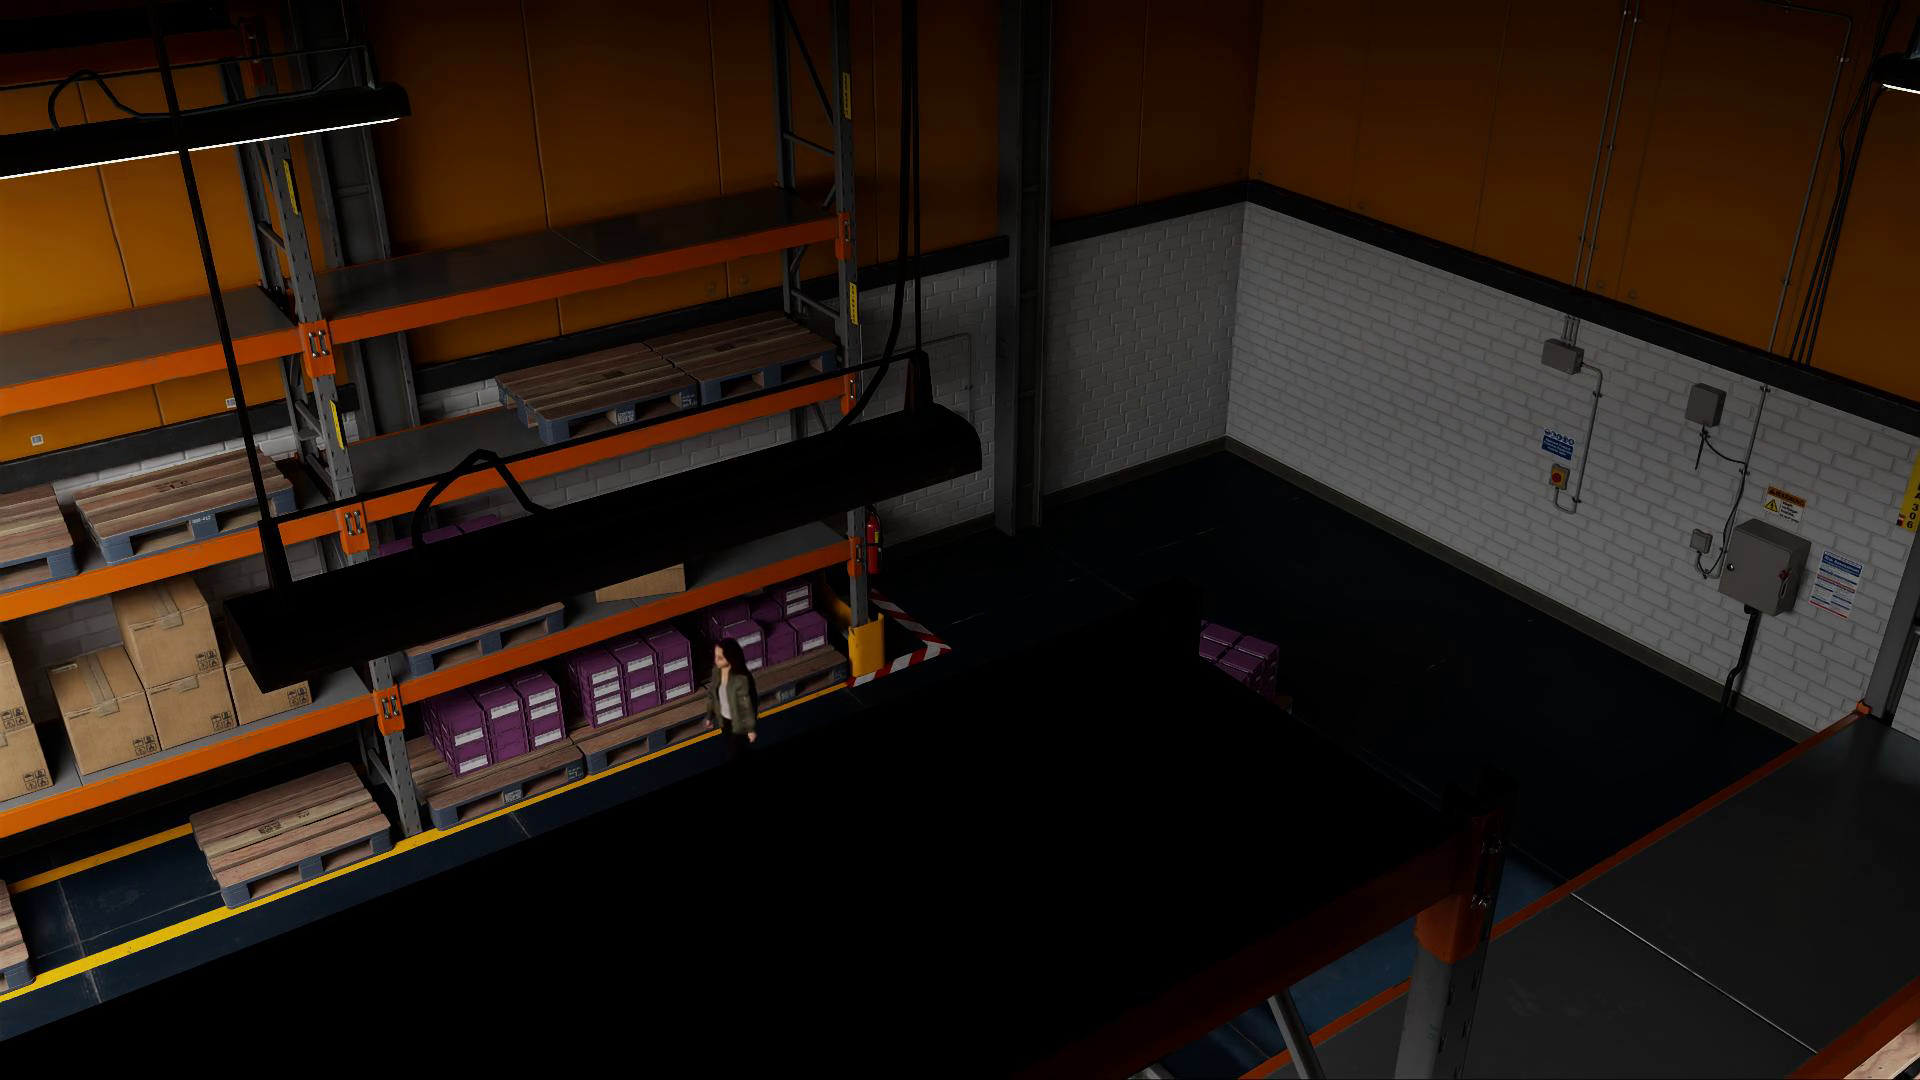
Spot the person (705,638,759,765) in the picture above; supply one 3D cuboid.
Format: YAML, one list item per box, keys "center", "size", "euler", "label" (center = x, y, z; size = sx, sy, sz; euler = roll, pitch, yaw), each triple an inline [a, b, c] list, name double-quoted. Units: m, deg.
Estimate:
- center: [-1.649, 1.363, 12.611]
  size: [0.788, 1.459, 0.671]
  euler: [-25, 37, -38]
  label: "person"
